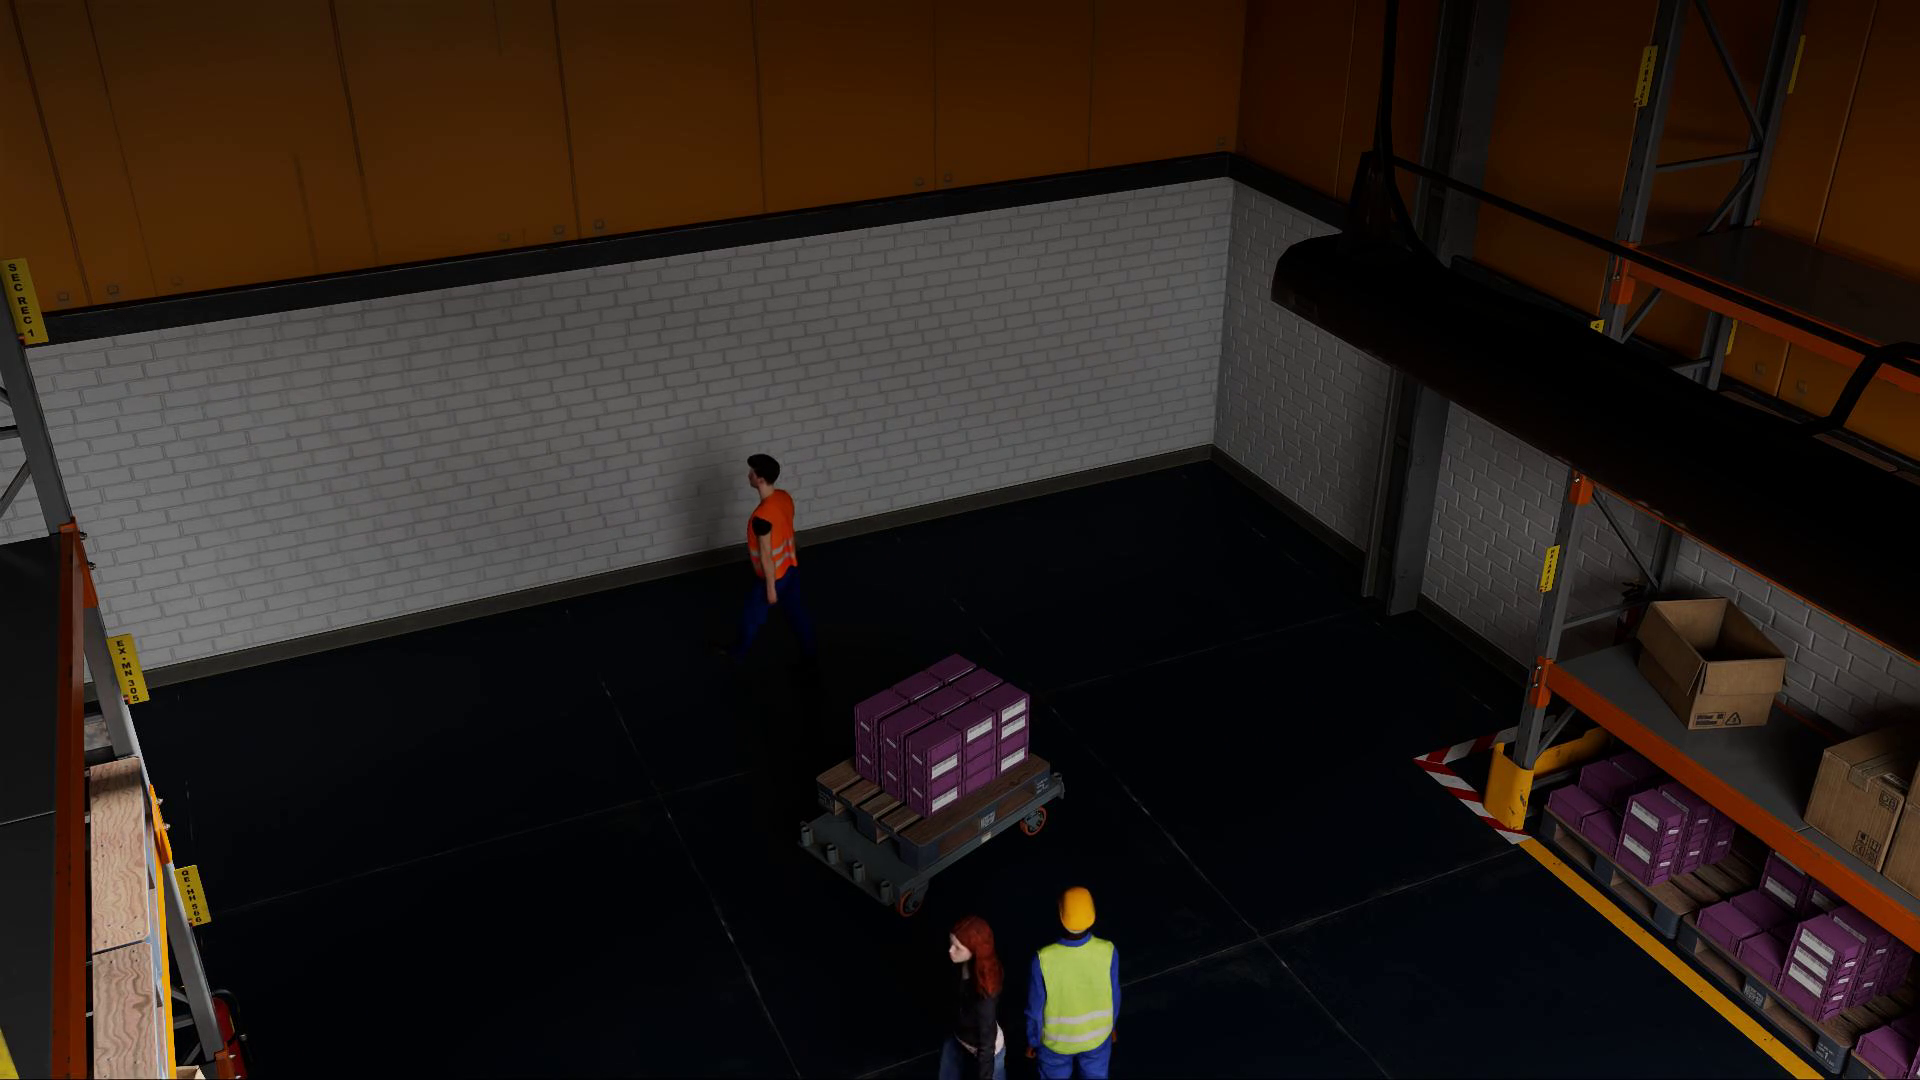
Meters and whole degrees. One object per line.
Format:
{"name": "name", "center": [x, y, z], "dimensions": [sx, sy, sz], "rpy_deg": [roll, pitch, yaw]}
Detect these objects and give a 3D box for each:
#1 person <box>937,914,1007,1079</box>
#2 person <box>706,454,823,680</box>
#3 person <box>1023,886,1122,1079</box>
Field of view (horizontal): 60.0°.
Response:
{"name": "person", "center": [0.166, 2.570, 8.395], "dimensions": [0.655, 1.751, 1.147], "rpy_deg": [-13, 31, -22]}
{"name": "person", "center": [-1.311, 0.252, 12.537], "dimensions": [1.245, 1.854, 1.196], "rpy_deg": [9, 30, 16]}
{"name": "person", "center": [0.570, 2.501, 8.456], "dimensions": [0.715, 1.812, 0.637], "rpy_deg": [-6, 29, -11]}
